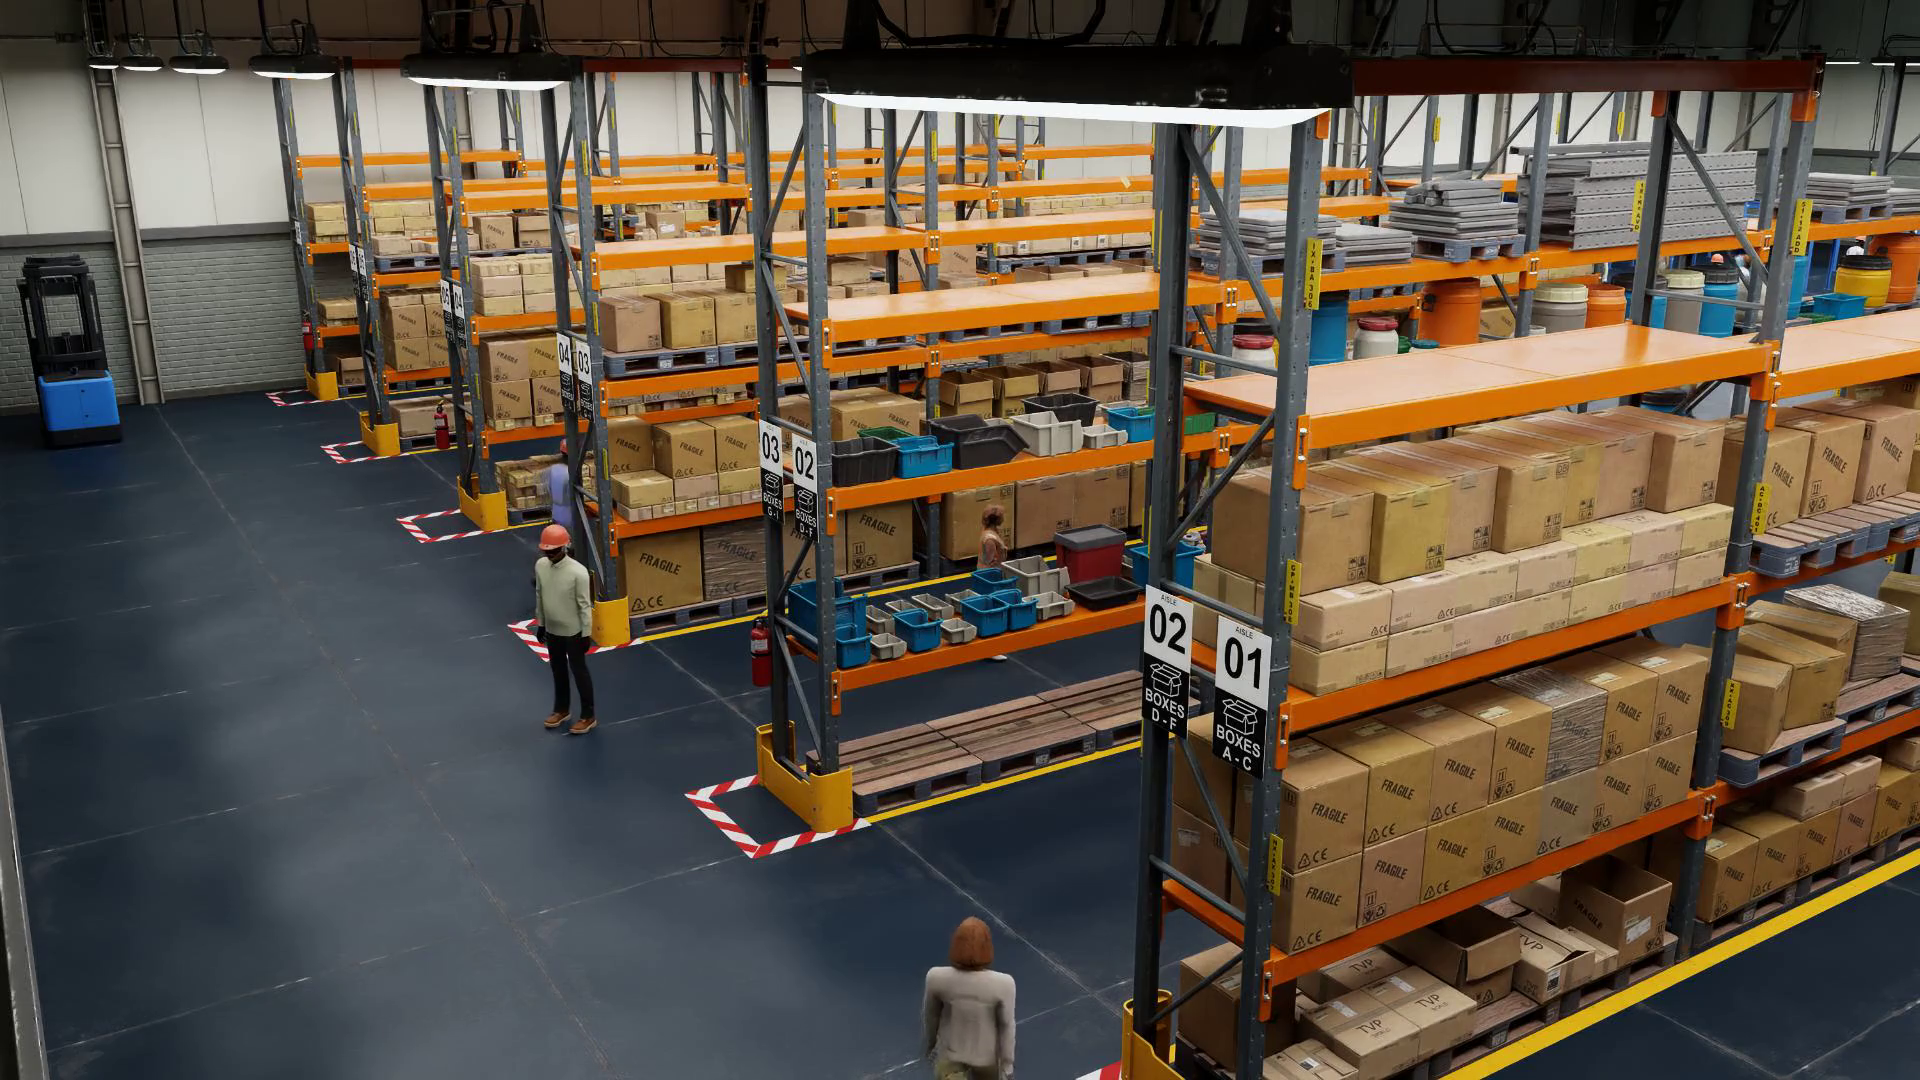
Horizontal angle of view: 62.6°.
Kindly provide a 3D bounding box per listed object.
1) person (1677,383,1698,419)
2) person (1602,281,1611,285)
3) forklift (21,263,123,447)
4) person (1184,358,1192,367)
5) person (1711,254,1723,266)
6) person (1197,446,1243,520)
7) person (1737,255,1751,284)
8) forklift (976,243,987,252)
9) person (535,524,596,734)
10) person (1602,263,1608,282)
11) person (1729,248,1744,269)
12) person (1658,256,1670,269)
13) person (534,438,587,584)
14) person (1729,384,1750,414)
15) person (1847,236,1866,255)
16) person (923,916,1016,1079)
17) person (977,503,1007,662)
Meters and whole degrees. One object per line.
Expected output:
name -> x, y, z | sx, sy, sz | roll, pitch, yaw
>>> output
person -> 12.516, -3.027, 27.101 | 0.571, 1.907, 0.710 | 2, 17, 6
person -> 12.962, -4.430, 32.114 | 0.806, 1.670, 0.527 | -11, 20, -33
forklift -> -14.518, -3.079, 25.708 | 1.129, 2.768, 1.873 | -10, 20, -31
person -> 3.440, -1.979, 24.133 | 0.268, 1.632, 0.507 | -13, 21, -36
person -> 16.364, -5.250, 34.343 | 0.552, 1.937, 0.356 | -4, 18, -14
person -> 2.962, -0.321, 18.415 | 0.929, 1.798, 0.651 | -5, 18, -17
person -> 17.327, -5.347, 34.820 | 0.619, 1.879, 0.583 | 8, 19, 25
forklift -> 0.988, -5.474, 34.718 | 1.214, 2.155, 2.313 | -10, 20, -31
person -> -3.627, 0.803, 14.427 | 0.623, 1.986, 0.409 | 10, 19, 29
person -> 17.796, -8.046, 43.642 | 0.514, 1.866, 0.318 | -10, 20, -31
person -> 19.019, -6.400, 38.559 | 0.650, 1.681, 0.538 | 13, 21, 36
person -> 18.134, -7.287, 40.972 | 0.664, 1.960, 0.839 | 13, 21, 37
person -> -4.528, -0.236, 17.970 | 0.563, 1.902, 0.649 | 16, 23, 42
person -> 13.344, -2.913, 26.844 | 0.583, 1.840, 0.614 | 13, 21, 37
person -> 21.802, -6.495, 38.440 | 0.366, 1.931, 0.542 | -3, 17, -10
person -> 0.051, 2.777, 8.607 | 0.518, 1.580, 0.850 | 3, 17, 9
person -> 0.326, 0.419, 16.257 | 0.308, 1.643, 0.511 | -1, 17, -3
